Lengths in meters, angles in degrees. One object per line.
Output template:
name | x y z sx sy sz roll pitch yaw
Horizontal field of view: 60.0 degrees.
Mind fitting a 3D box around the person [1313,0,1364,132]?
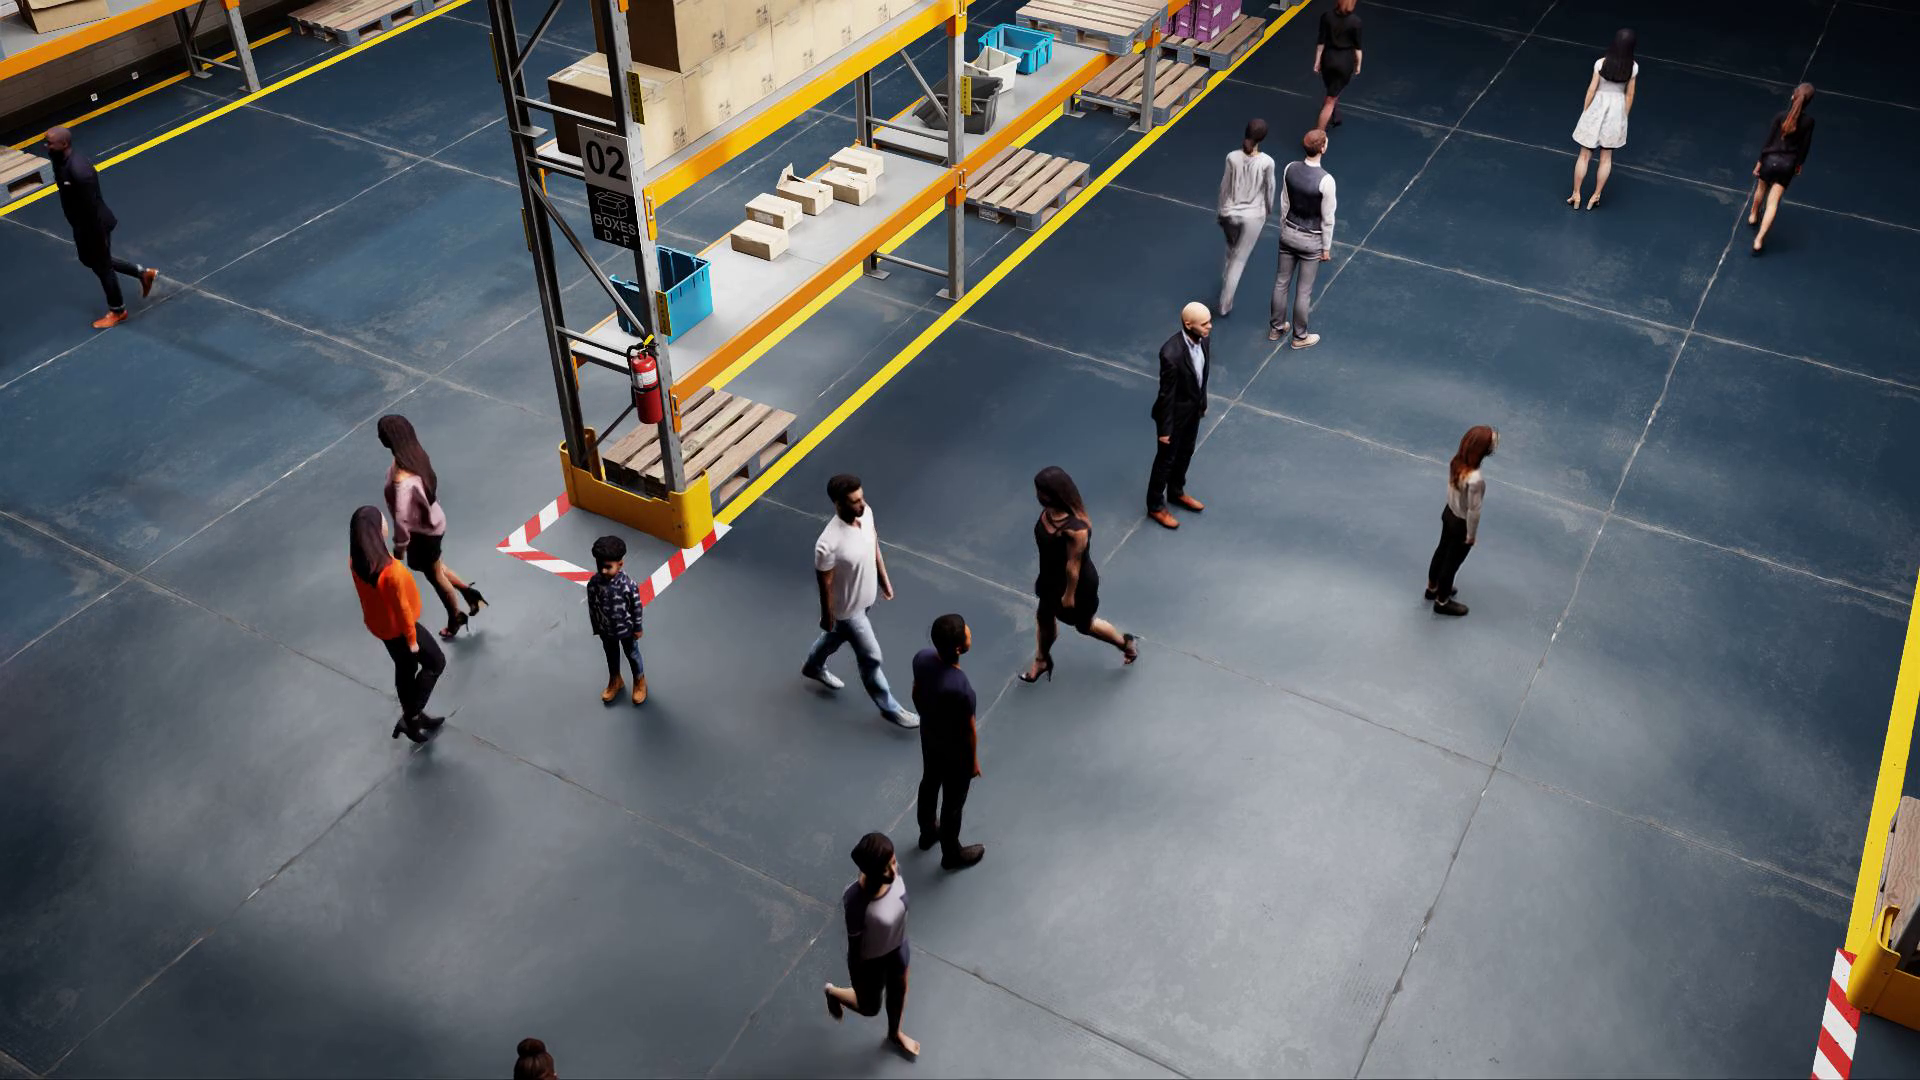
person | 3.763 -4.715 16.777 0.623 1.649 1.074 21 43 24

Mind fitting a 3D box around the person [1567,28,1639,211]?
person | 6.101 -3.979 15.755 0.715 1.774 0.716 10 40 12

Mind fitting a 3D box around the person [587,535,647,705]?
person | -2.179 0.504 10.560 0.569 1.251 0.603 4 39 5

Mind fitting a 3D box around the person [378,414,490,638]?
person | -3.385 -0.051 10.816 0.864 1.800 0.807 -5 39 -6

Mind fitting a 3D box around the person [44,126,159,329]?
person | -7.300 -2.696 14.120 1.014 1.809 0.874 -29 47 -31

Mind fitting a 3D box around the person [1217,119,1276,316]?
person | 2.392 -2.702 14.177 0.631 1.749 0.880 15 41 18

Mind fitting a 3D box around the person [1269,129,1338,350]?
person | 2.836 -2.500 13.772 0.712 1.938 0.659 32 48 33

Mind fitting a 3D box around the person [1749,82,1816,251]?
person | 7.503 -3.395 15.232 0.581 1.514 1.060 18 42 21

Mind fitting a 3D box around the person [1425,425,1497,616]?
person | 3.358 -0.143 11.184 0.680 1.485 0.595 -4 39 -5

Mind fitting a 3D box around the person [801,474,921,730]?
person | -0.736 0.332 10.322 0.802 1.818 1.127 16 41 19

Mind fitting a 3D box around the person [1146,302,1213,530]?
person | 1.572 -0.922 11.908 0.801 1.797 0.605 31 48 33

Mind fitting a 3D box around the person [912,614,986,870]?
person | -0.088 1.127 9.349 0.659 1.790 0.716 -27 46 -29

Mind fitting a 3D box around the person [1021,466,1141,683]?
person | 0.773 0.251 10.537 1.155 1.675 1.097 -13 40 -15

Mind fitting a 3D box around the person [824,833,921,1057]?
person | -0.471 2.024 8.415 0.693 1.554 0.760 27 46 29

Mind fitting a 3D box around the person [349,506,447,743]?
person | -3.494 0.575 10.085 0.727 1.734 0.698 -31 48 -32
